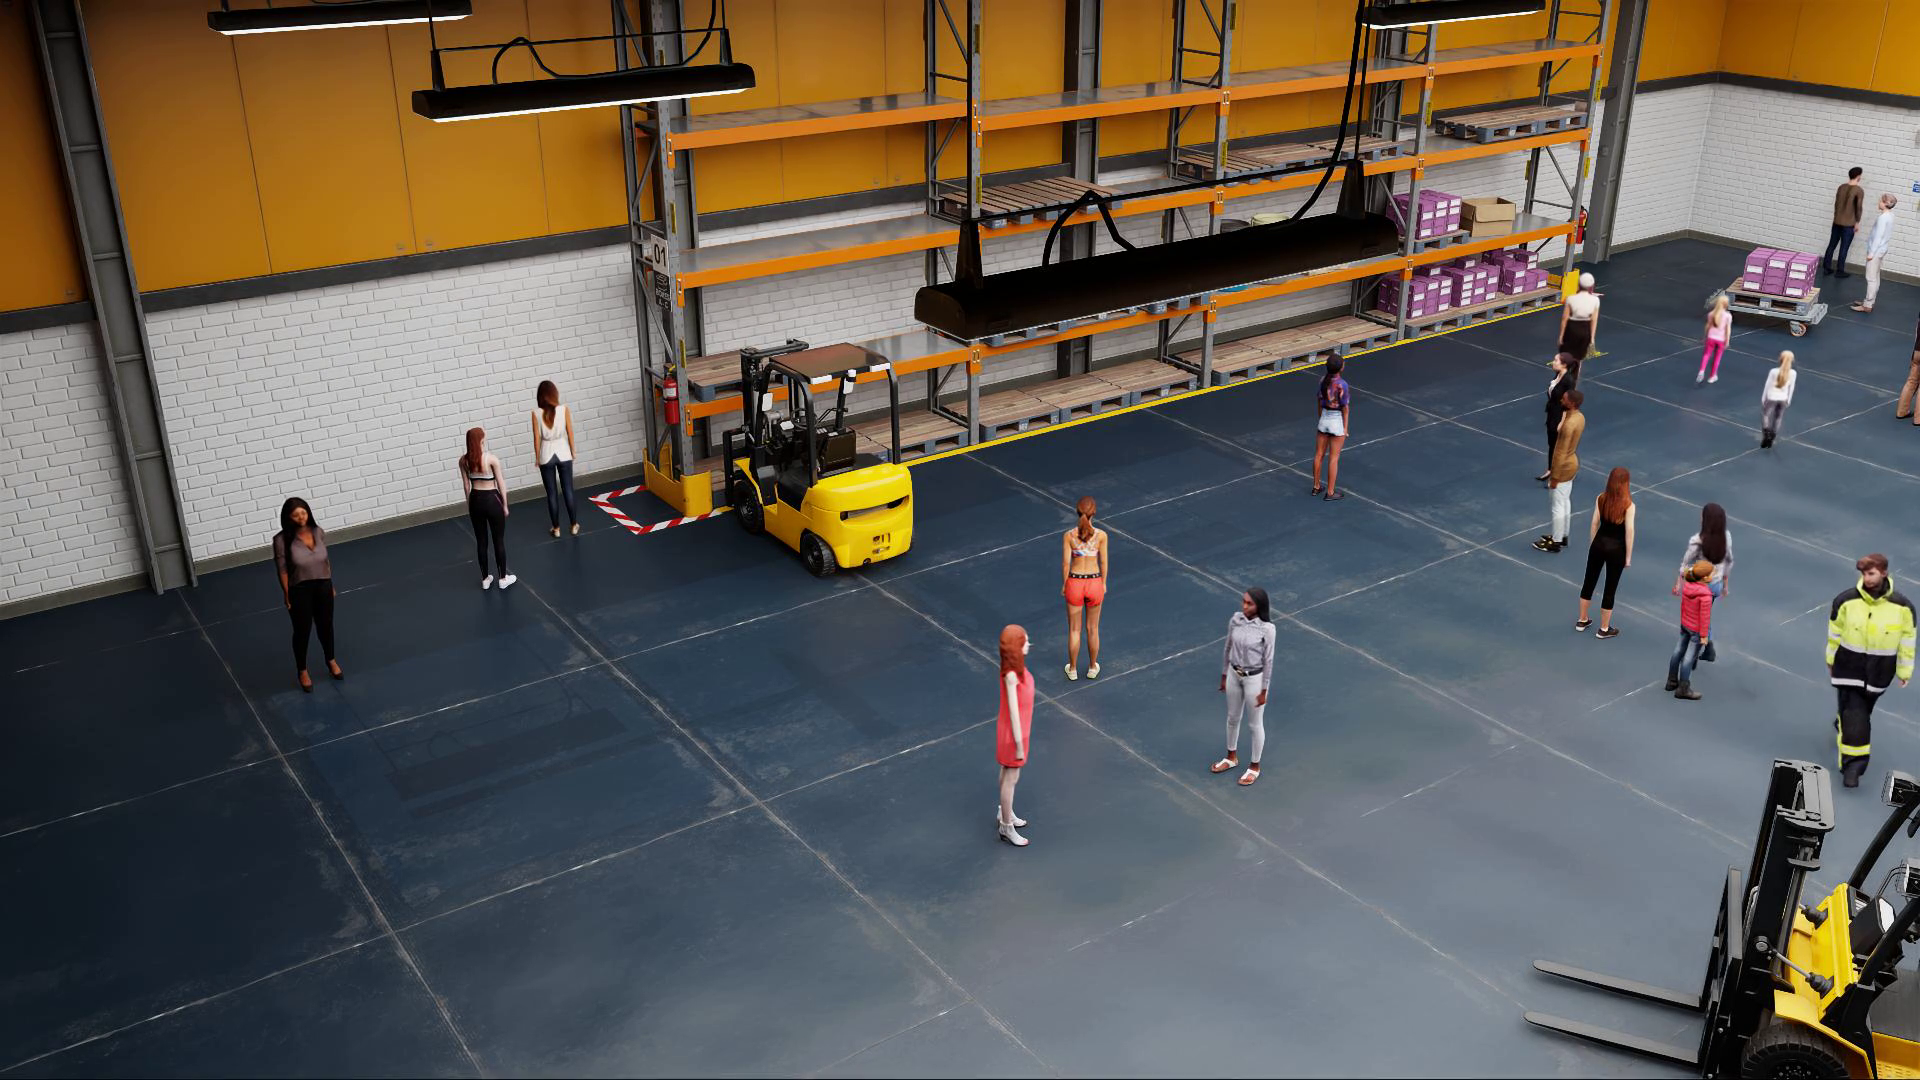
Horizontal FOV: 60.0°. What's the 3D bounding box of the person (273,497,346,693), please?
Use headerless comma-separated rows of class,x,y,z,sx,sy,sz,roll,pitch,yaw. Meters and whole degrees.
person,-5.917,0.468,15.084,0.753,1.841,0.602,21,31,39

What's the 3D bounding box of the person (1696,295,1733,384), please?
person,10.560,-2.793,23.264,0.607,1.264,0.784,19,30,36

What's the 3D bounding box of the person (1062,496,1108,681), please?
person,1.136,0.443,15.203,0.659,1.792,0.736,0,24,0

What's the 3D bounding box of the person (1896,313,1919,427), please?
person,12.646,-2.436,21.726,0.728,1.841,0.762,-5,24,-12

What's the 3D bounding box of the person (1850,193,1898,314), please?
person,14.687,-4.611,26.638,0.787,1.894,0.616,18,29,35

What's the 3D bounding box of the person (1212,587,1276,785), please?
person,2.352,1.168,13.627,0.635,1.724,0.569,22,32,40

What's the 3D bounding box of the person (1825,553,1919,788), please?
person,7.498,0.995,13.782,1.295,1.918,1.393,6,24,13

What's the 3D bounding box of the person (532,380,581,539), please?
person,-4.443,-0.891,18.263,0.552,1.784,0.709,-9,25,-19

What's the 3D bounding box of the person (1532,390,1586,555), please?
person,6.508,-0.748,17.896,0.756,1.817,0.632,13,27,28

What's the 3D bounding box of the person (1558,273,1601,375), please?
person,8.358,-2.727,22.516,0.883,1.743,0.965,7,24,15

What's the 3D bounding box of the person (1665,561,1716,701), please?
person,6.597,0.793,14.992,0.613,1.318,0.590,-3,24,-8

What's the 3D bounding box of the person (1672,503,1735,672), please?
person,6.926,0.473,15.352,0.676,1.617,0.779,-8,25,-18

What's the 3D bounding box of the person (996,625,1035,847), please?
person,0.401,1.480,12.784,0.684,1.828,0.661,0,24,0

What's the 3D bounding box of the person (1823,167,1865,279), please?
person,15.236,-5.482,28.637,0.595,1.887,0.677,-12,26,-25

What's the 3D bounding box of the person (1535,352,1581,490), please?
person,7.079,-1.423,19.636,0.718,1.660,0.690,0,24,-1

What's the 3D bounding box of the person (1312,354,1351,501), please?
person,4.308,-1.326,19.309,0.521,1.743,0.597,-18,29,-35

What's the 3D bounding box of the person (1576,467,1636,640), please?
person,6.250,0.104,16.059,0.521,1.726,0.588,-18,30,-36

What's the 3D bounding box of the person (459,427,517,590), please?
person,-4.857,-0.329,17.033,0.652,1.740,0.728,2,24,5

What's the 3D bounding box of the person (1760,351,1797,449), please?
person,10.245,-1.737,20.840,0.710,1.271,0.785,6,24,13
